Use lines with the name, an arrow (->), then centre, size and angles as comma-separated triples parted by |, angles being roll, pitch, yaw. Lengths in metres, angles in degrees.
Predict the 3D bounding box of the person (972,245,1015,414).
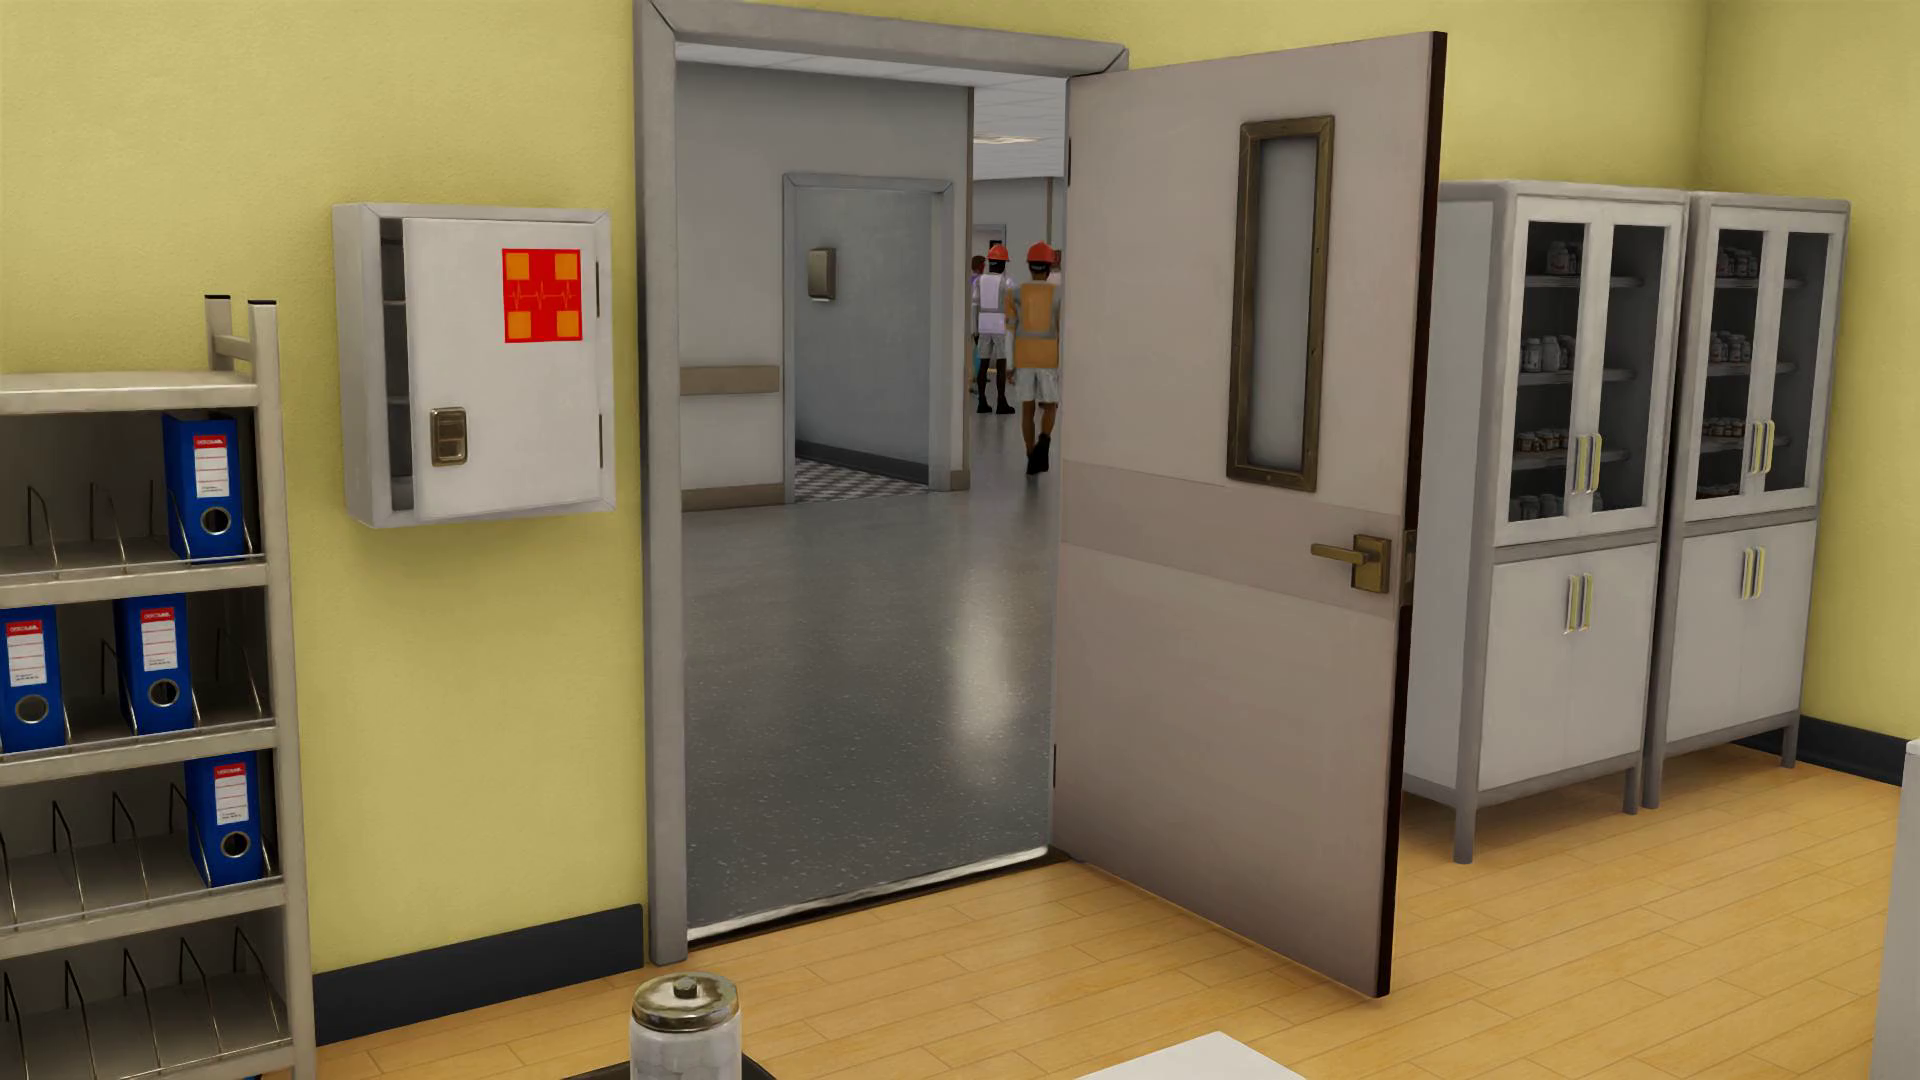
person -> 0.410, -2.419, 19.160 | 0.551, 1.935, 0.375 | 6, 11, 29

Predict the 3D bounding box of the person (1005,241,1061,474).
person -> 0.625, -1.462, 13.532 | 0.544, 1.920, 0.584 | 2, 10, 8
